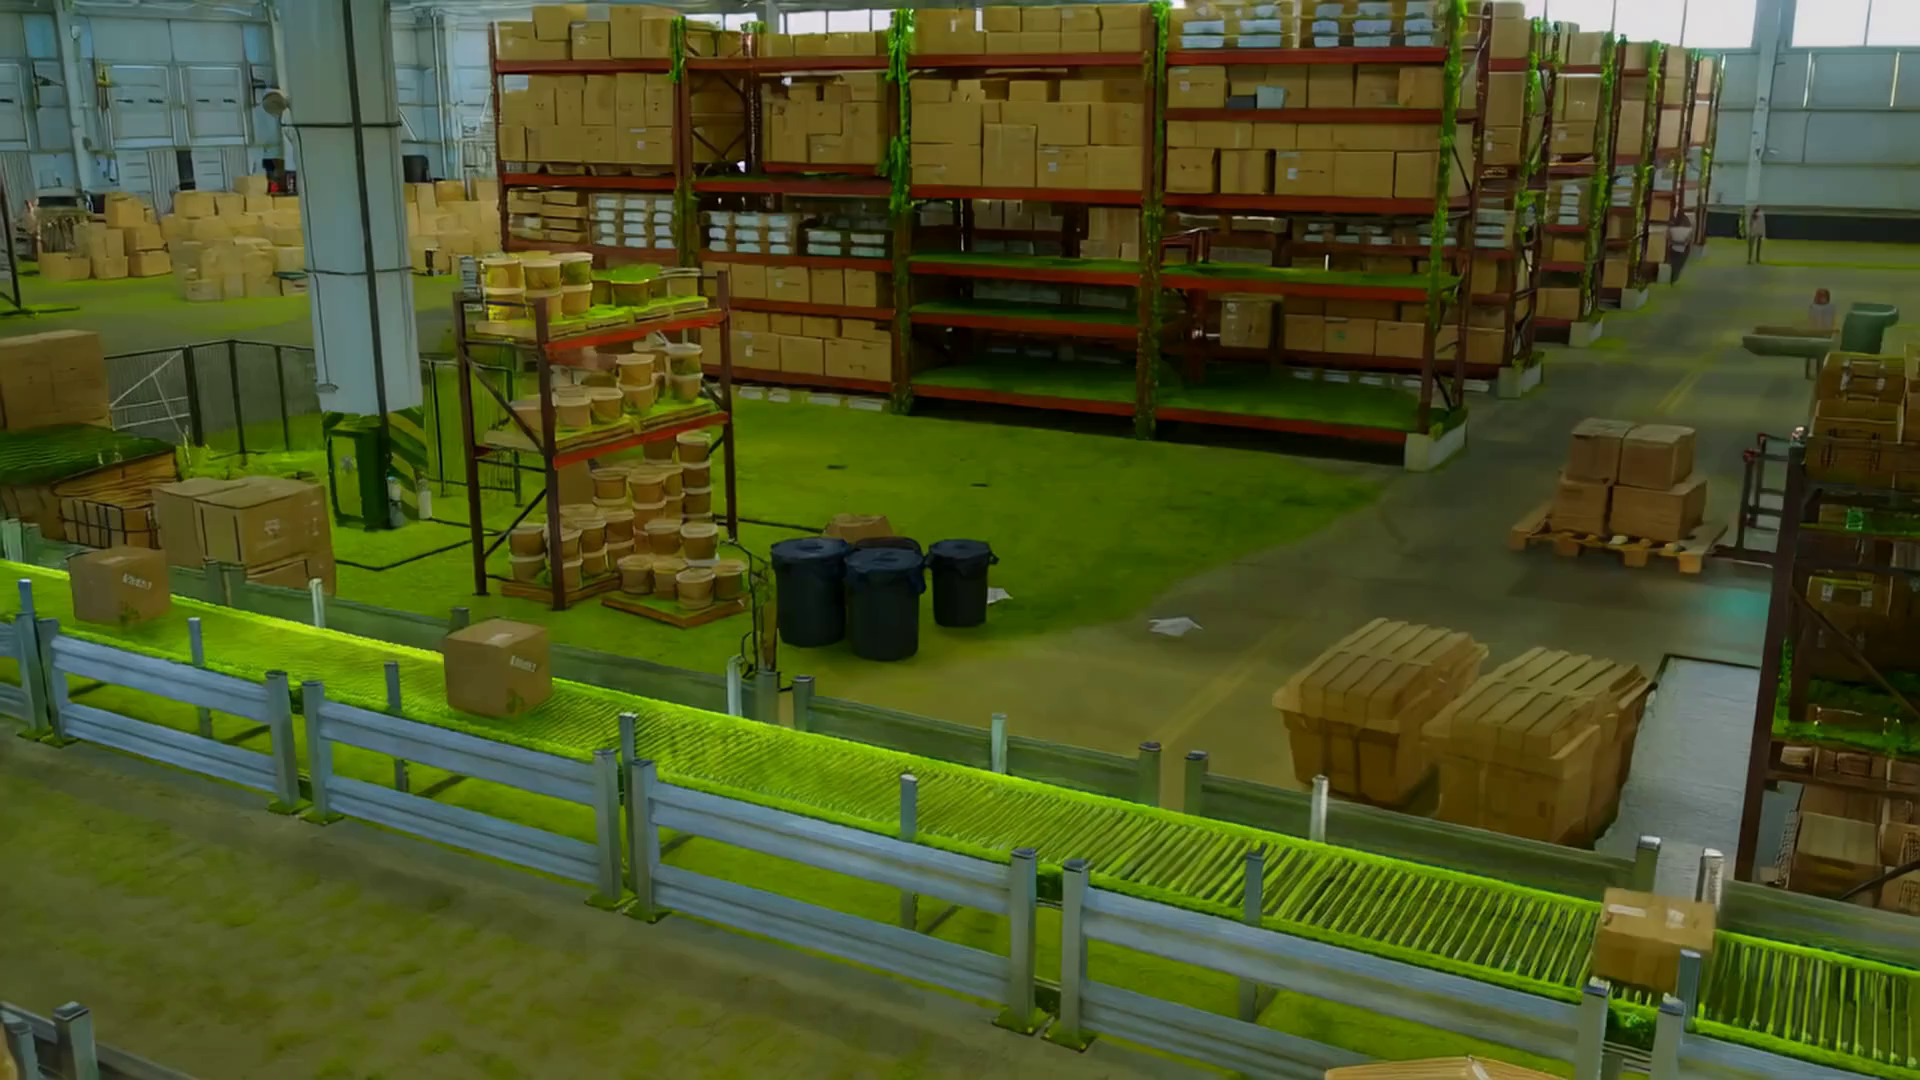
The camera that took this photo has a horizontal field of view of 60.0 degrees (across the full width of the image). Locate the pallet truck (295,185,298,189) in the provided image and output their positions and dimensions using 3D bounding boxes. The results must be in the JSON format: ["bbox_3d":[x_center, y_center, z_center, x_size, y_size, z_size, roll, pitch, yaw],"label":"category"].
[{"bbox_3d":[-26.804,-14.617,69.738,1.885,1.965,0.823,-14,20,-42],"label":"pallet truck"}]

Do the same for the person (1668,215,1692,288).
[{"bbox_3d":[18.584,-7.449,43.015,0.598,1.892,0.497,14,20,42],"label":"person"}]

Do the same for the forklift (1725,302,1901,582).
[{"bbox_3d":[8.928,-0.946,16.657,1.873,2.768,1.129,9,17,31],"label":"forklift"}]

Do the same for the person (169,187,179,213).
[{"bbox_3d":[-27.434,-11.485,58.368,0.514,1.786,1.016,-3,15,-13],"label":"person"}]

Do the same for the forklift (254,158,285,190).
[{"bbox_3d":[-23.549,-11.670,56.970,1.873,2.768,1.129,8,17,27],"label":"forklift"}]

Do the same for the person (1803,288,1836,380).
[{"bbox_3d":[14.940,-3.583,28.980,0.500,1.625,0.347,6,16,22],"label":"person"}]

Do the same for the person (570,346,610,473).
[{"bbox_3d":[-4.892,-1.776,22.111,0.540,1.673,0.788,-4,15,-13],"label":"person"}]

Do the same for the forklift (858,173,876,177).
[{"bbox_3d":[-3.506,-13.649,64.411,1.129,2.768,1.873,8,17,28],"label":"forklift"}]

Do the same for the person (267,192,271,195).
[{"bbox_3d":[-24.016,-11.366,57.692,0.681,1.907,0.732,2,15,6],"label":"person"}]

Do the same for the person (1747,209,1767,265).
[{"bbox_3d":[23.513,-8.944,49.111,0.507,1.631,0.277,9,17,30],"label":"person"}]

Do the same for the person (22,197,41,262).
[{"bbox_3d":[-27.868,-9.308,49.908,0.372,1.934,0.627,-13,20,-41],"label":"person"}]
